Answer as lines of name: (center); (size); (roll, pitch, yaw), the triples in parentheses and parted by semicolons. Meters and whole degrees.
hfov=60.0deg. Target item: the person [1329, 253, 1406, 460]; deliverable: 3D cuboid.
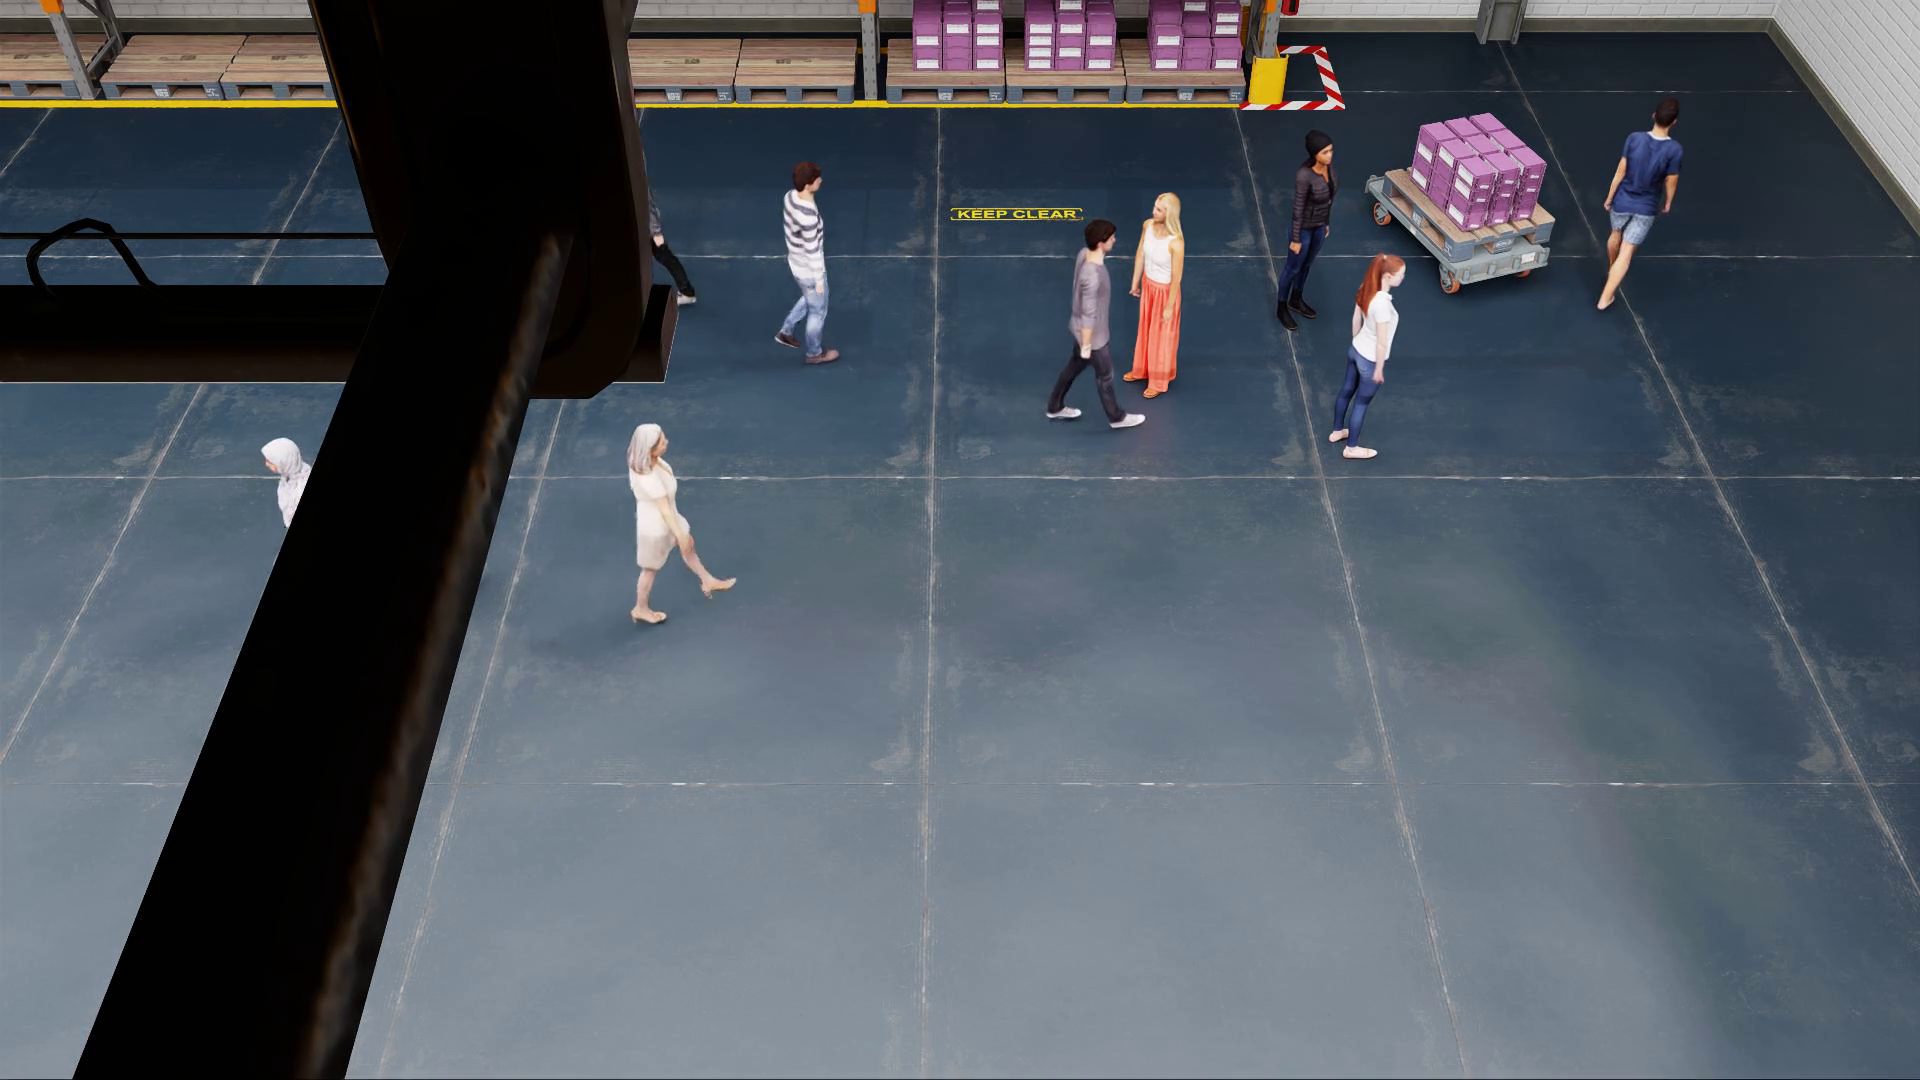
person: (3.031, -1.377, 12.450); (0.596, 1.740, 0.612); (-10, 45, -11)

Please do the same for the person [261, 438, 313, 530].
person: (-4.115, 0.006, 10.996); (1.145, 1.743, 0.937); (-20, 47, -20)

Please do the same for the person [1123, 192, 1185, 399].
person: (1.555, -1.921, 12.975); (0.753, 1.803, 0.729); (-24, 49, -23)

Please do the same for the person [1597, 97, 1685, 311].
person: (5.602, -2.743, 13.843); (1.153, 1.797, 1.095); (24, 49, 23)

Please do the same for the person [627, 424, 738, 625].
person: (-2.102, -0.051, 11.082); (1.094, 1.707, 0.862); (-16, 46, -16)

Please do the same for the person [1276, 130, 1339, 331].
person: (2.853, -2.564, 13.691); (0.702, 1.746, 0.770); (-32, 52, -29)

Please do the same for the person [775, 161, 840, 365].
person: (-1.297, -2.161, 13.204); (0.869, 1.835, 0.812); (-16, 46, -16)

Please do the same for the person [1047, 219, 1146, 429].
person: (0.916, -1.610, 12.634); (1.009, 1.823, 0.752); (-3, 44, -3)
